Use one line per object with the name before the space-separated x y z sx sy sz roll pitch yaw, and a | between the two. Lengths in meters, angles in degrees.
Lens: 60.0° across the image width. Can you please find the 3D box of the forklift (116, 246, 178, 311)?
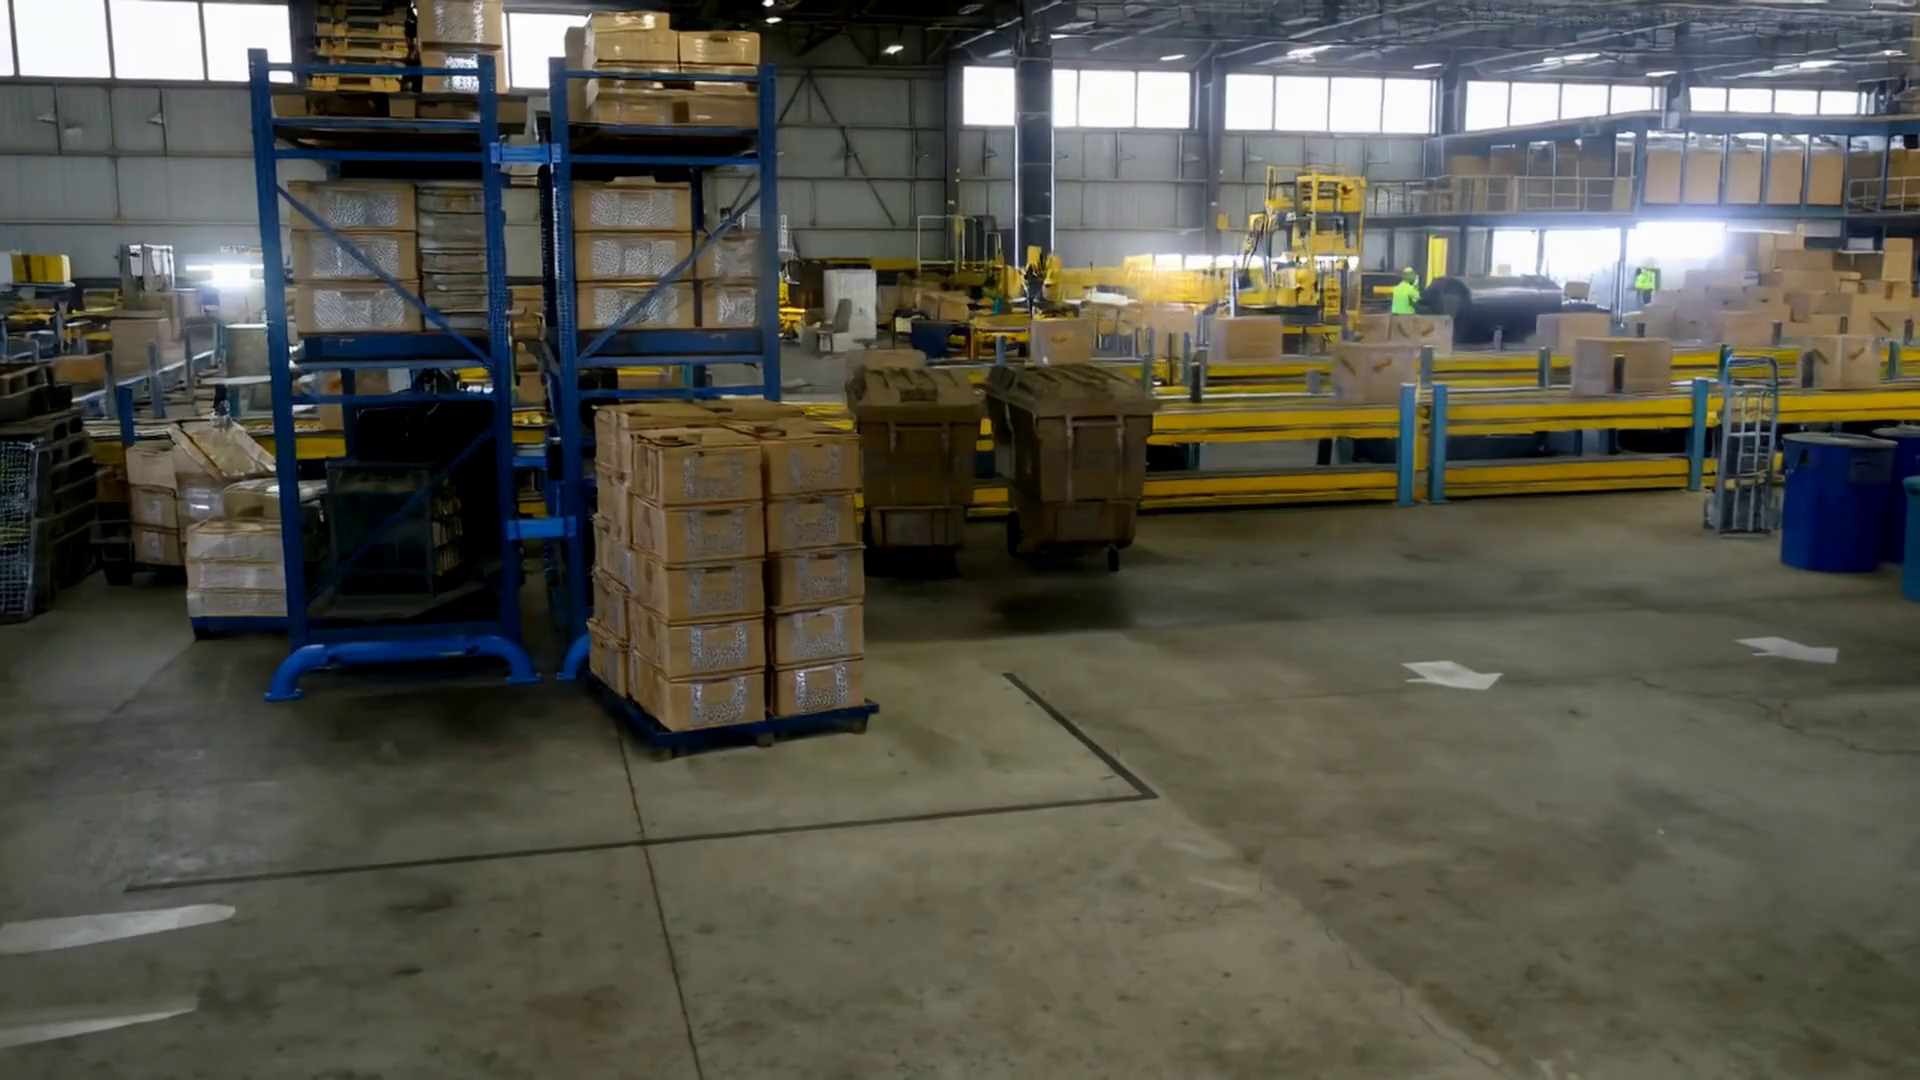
forklift | -19.966 -6.232 40.894 1.157 1.987 2.680 -3 10 -15

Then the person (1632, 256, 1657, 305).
person | 19.319 -7.060 46.864 0.574 1.851 0.957 -1 10 -5

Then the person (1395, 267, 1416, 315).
person | 8.527 -4.403 32.180 0.484 1.724 0.562 0 10 2

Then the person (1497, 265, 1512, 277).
person | 8.505 -3.423 26.304 0.874 1.843 0.526 -5 11 -28

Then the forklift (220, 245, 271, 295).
forklift | -17.749 -6.334 41.440 1.157 1.987 2.680 -3 10 -17

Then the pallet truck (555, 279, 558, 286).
pallet truck | -10.604 -6.375 44.520 0.653 1.274 1.630 -3 10 -15
